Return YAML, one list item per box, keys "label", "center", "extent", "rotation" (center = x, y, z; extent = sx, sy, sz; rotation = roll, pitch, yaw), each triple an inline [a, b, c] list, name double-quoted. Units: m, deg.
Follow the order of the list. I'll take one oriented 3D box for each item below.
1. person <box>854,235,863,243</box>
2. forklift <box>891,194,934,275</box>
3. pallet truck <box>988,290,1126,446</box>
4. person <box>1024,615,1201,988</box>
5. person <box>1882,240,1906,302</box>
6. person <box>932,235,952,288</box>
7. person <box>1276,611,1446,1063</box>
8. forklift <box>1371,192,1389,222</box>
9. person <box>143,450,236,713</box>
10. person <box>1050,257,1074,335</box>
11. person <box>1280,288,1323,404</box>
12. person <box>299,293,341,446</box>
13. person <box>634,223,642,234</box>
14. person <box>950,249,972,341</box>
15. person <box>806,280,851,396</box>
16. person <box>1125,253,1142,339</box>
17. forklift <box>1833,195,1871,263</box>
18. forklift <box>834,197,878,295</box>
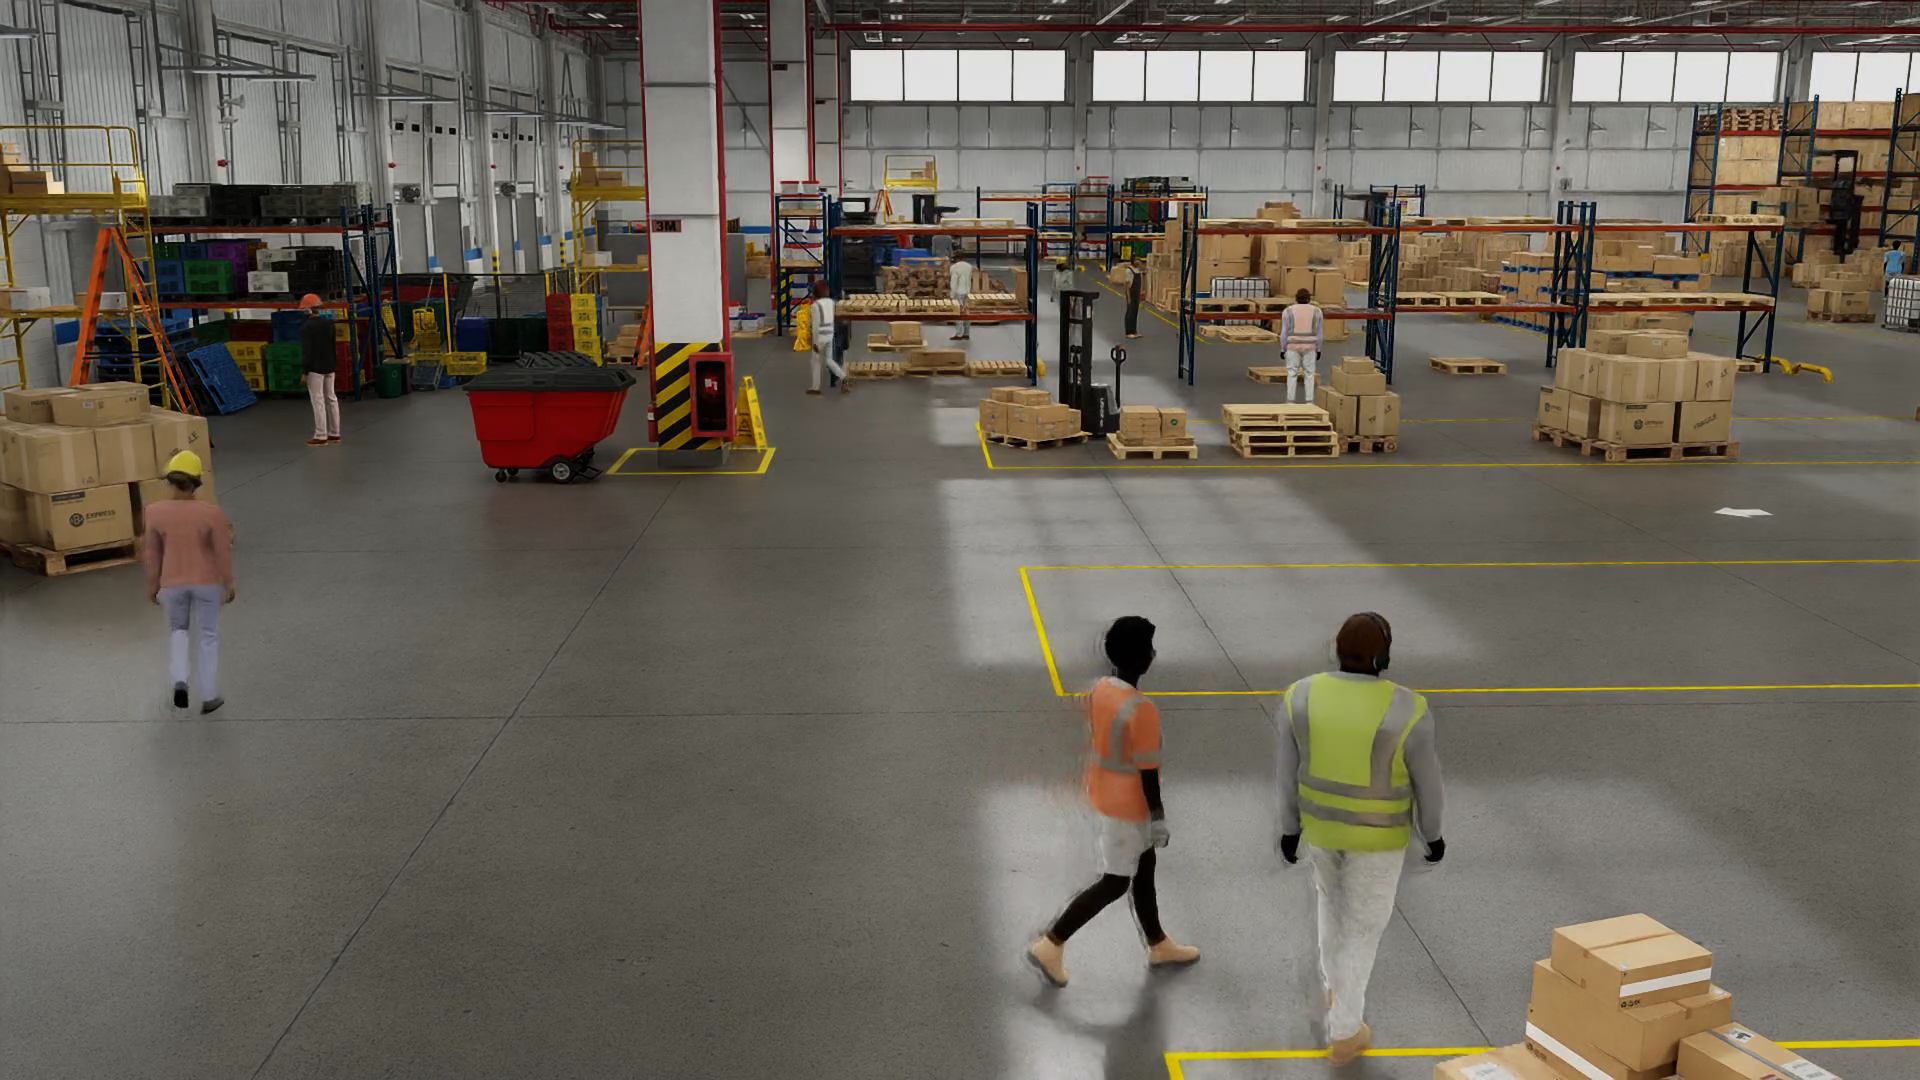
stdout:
- label: "person"
  center: [-3.199, -9.264, 54.372]
  extent: [0.511, 1.641, 0.308]
  rotation: [-1, 13, -3]
- label: "forklift"
  center: [-1.213, -9.812, 54.021]
  extent: [1.873, 2.768, 1.129]
  rotation: [-7, 14, -30]
- label: "pallet truck"
  center: [1.257, -2.299, 22.111]
  extent: [1.885, 1.965, 0.823]
  rotation: [-9, 15, -35]
- label: "person"
  center: [0.678, 1.145, 7.302]
  extent: [0.805, 1.668, 0.543]
  rotation: [-3, 13, -12]
- label: "person"
  center: [25.706, -7.395, 45.802]
  extent: [0.536, 1.696, 0.322]
  rotation: [5, 14, 22]
- label: "person"
  center: [-0.561, -8.772, 51.475]
  extent: [0.631, 1.936, 0.362]
  rotation: [-2, 13, -7]
- label: "person"
  center: [1.672, 1.174, 6.858]
  extent: [0.641, 1.816, 0.792]
  rotation: [9, 15, 36]
- label: "forklift"
  center: [15.072, -11.111, 59.888]
  extent: [1.873, 2.768, 1.129]
  rotation: [0, 12, -2]
- label: "person"
  center: [-5.069, 0.284, 10.997]
  extent: [0.542, 1.753, 0.373]
  rotation: [-2, 13, -8]
- label: "person"
  center: [2.205, -5.348, 36.532]
  extent: [0.501, 1.699, 0.856]
  rotation: [6, 14, 27]
- label: "person"
  center: [5.133, -2.866, 25.045]
  extent: [0.632, 1.834, 0.429]
  rotation: [1, 13, 5]
- label: "person"
  center: [-8.403, -2.225, 21.784]
  extent: [0.380, 1.995, 0.611]
  rotation: [4, 13, 19]
- label: "person"
  center: [-10.374, -9.315, 53.976]
  extent: [0.557, 1.918, 0.764]
  rotation: [4, 13, 17]
- label: "person"
  center: [-0.001, -5.211, 35.404]
  extent: [0.375, 1.936, 0.627]
  rotation: [10, 16, 39]
- label: "person"
  center: [-2.122, -3.200, 26.498]
  extent: [0.730, 1.860, 0.588]
  rotation: [9, 15, 35]
- label: "person"
  center: [3.736, -5.255, 35.835]
  extent: [0.342, 1.841, 0.512]
  rotation: [9, 16, 36]
- label: "forklift"
  center: [28.687, -9.750, 53.743]
  extent: [1.873, 2.768, 1.129]
  rotation: [0, 12, -2]
- label: "forklift"
  center: [-3.061, -8.503, 48.113]
  extent: [1.129, 2.768, 1.873]
  rotation: [-2, 13, -10]
